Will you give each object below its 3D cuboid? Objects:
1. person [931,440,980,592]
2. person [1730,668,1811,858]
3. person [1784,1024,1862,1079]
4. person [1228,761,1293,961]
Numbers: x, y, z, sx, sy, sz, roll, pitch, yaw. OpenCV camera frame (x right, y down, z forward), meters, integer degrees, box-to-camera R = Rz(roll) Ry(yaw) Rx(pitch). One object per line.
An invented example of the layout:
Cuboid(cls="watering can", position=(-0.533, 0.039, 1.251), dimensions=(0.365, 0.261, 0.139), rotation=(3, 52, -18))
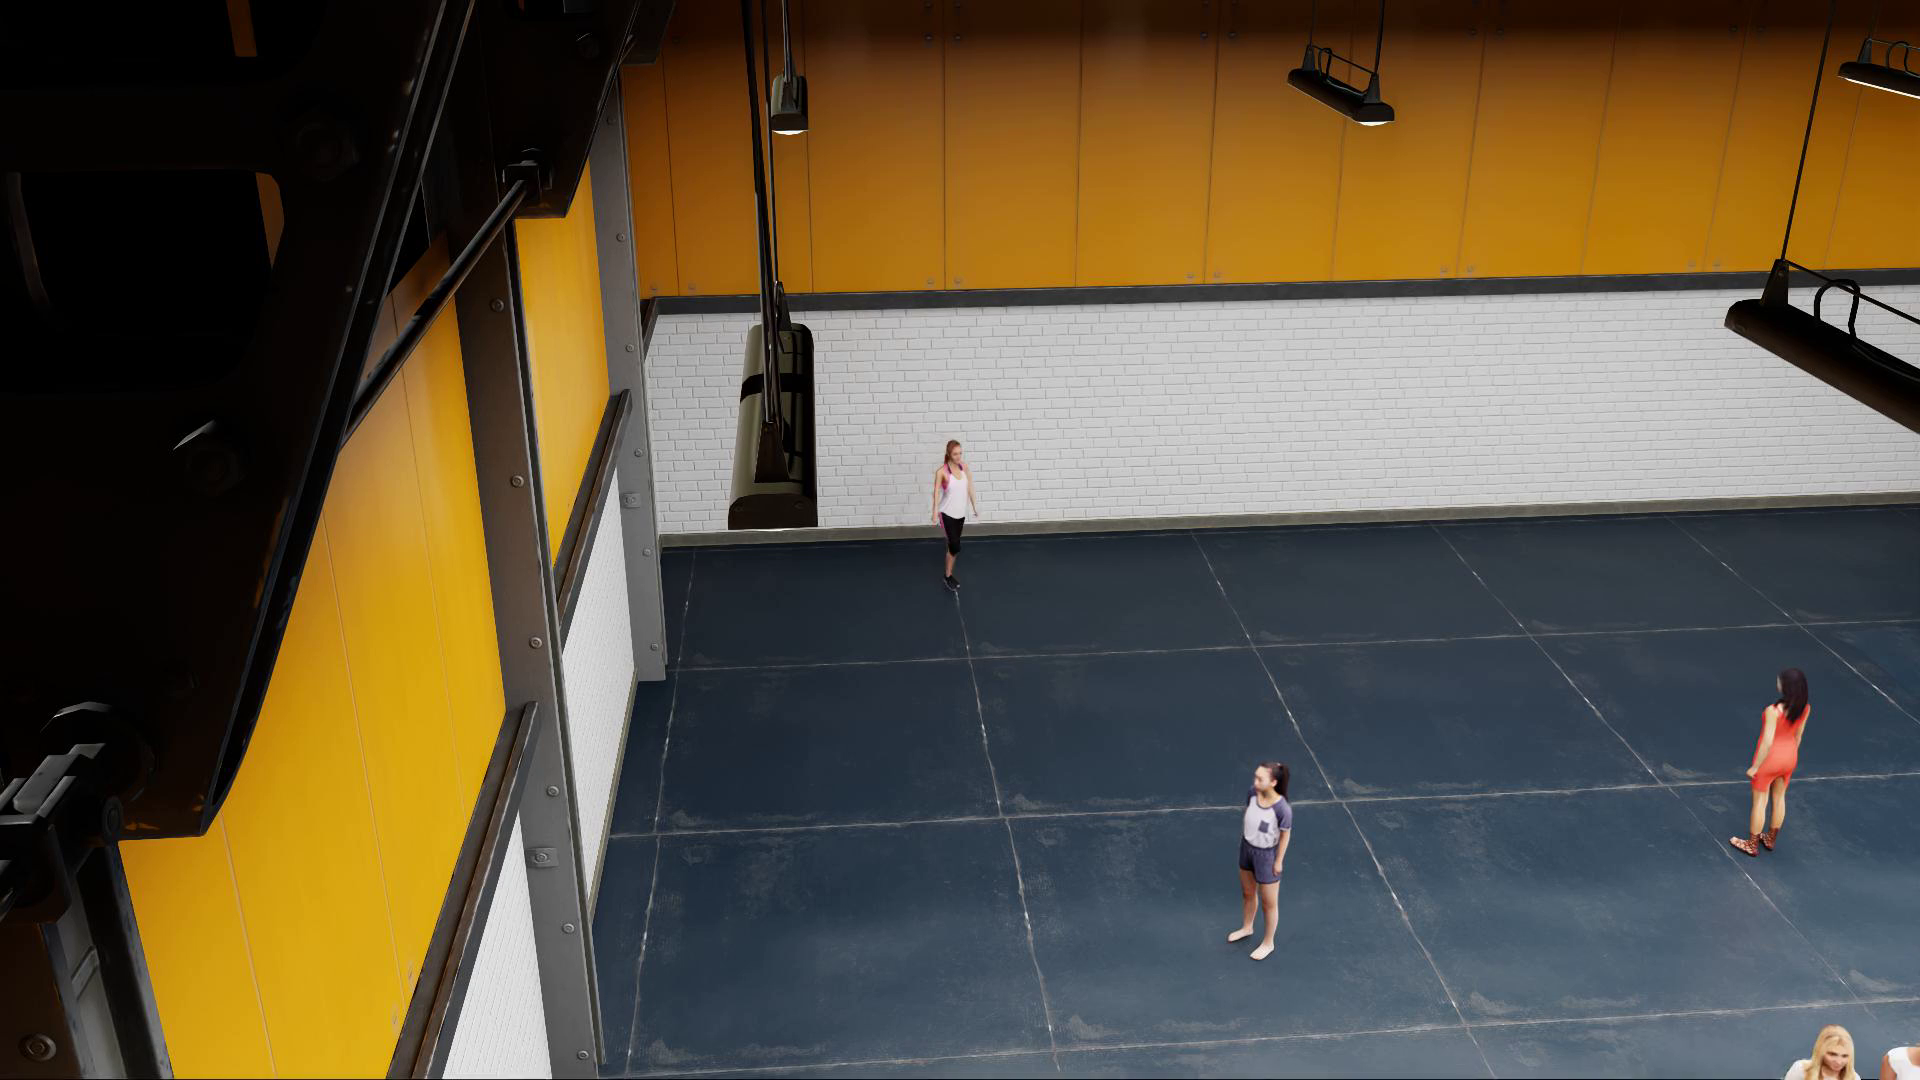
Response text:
Cuboid(cls="person", position=(-0.141, -0.312, 18.552), dimensions=(0.758, 1.772, 0.800), rotation=(-19, 30, -36))
Cuboid(cls="person", position=(6.727, 1.827, 13.720), dimensions=(0.637, 1.724, 0.609), rotation=(-8, 25, -18))
Cuboid(cls="person", position=(4.896, 3.531, 9.757), dimensions=(0.824, 1.774, 1.251), rotation=(4, 24, 8))
Cuboid(cls="person", position=(2.284, 2.384, 12.538), dimensions=(0.725, 1.650, 0.602), rotation=(-14, 27, -29))
